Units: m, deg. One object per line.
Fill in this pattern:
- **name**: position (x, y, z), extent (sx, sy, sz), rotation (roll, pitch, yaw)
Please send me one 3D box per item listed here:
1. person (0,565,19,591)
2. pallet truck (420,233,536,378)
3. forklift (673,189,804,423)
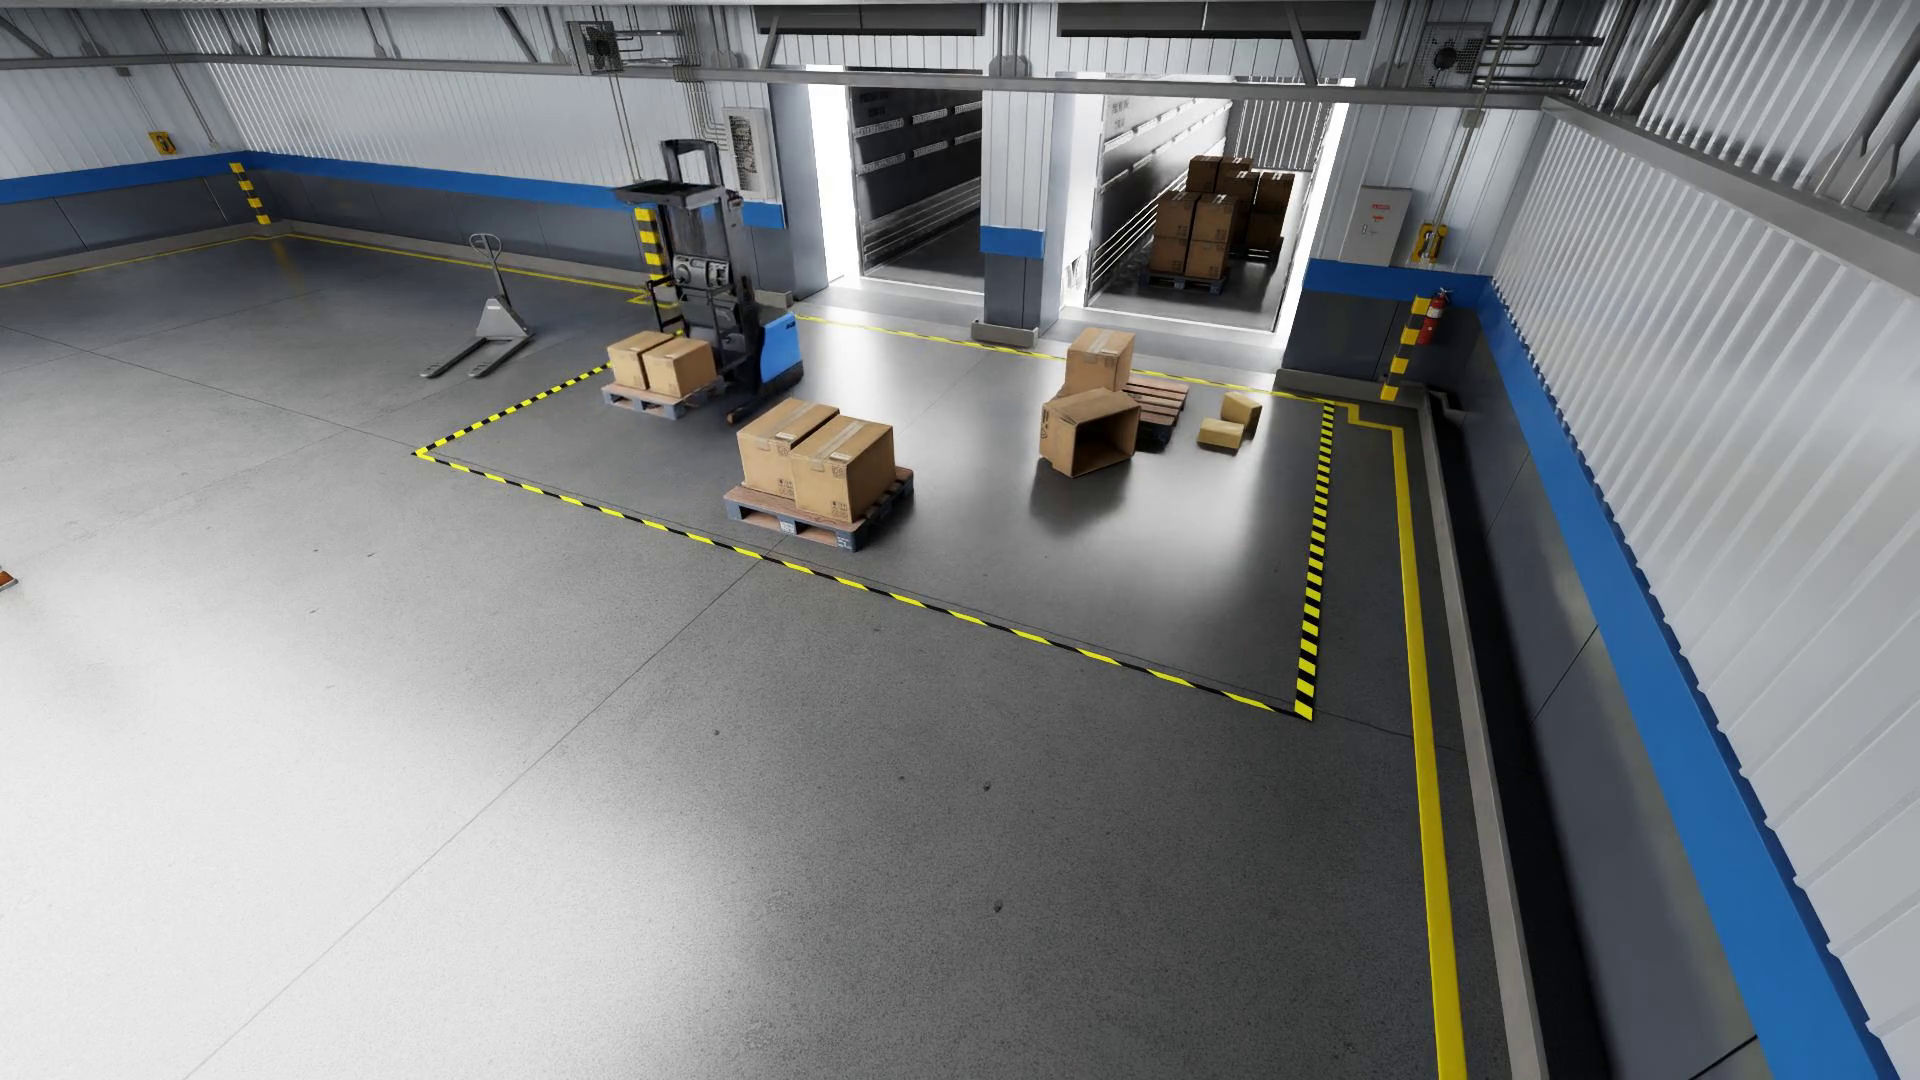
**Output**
- **person**: position (-6.916, -0.450, 4.642), extent (0.604, 1.947, 0.386), rotation (16, 39, 21)
- **pallet truck**: position (-5.664, -2.712, 8.427), extent (0.680, 1.201, 1.601), rotation (0, 35, -1)
- **forklift**: position (-2.230, -2.485, 7.418), extent (0.716, 2.013, 0.776), rotation (15, 38, 20)
